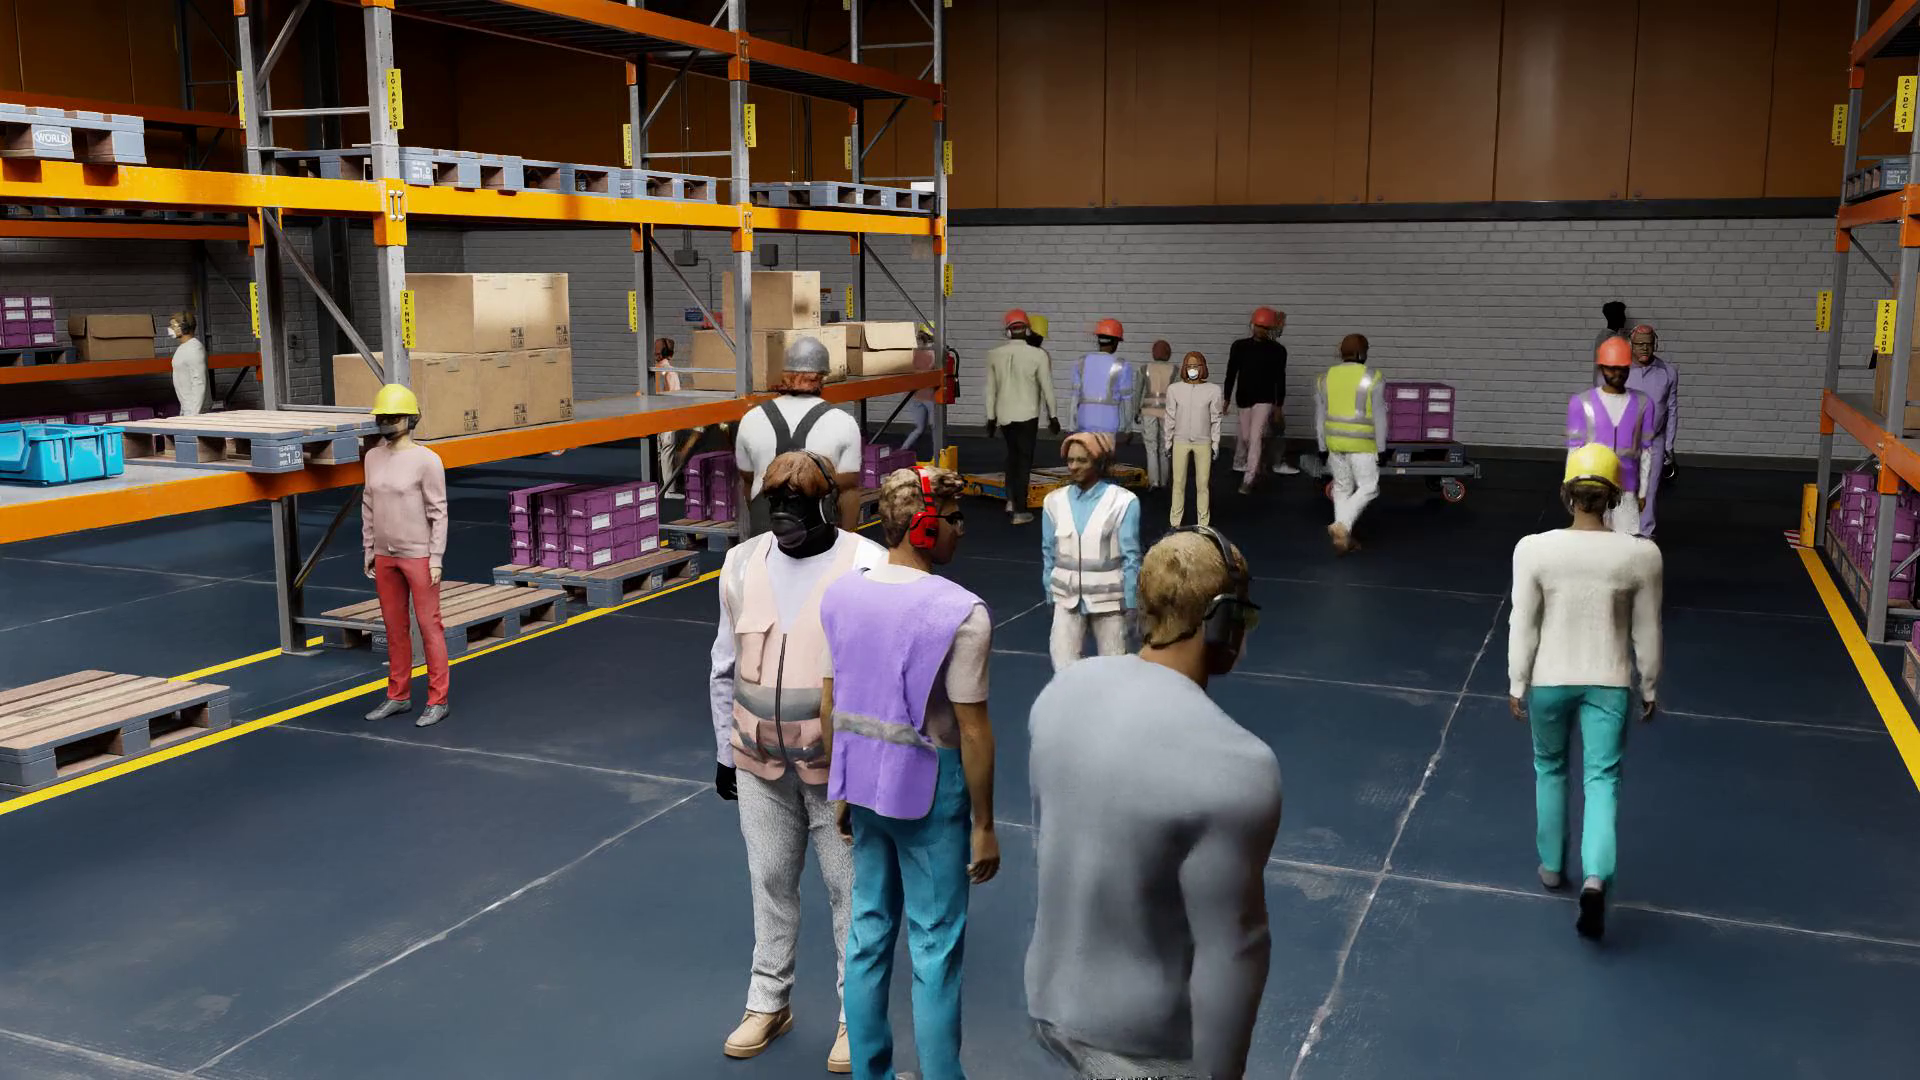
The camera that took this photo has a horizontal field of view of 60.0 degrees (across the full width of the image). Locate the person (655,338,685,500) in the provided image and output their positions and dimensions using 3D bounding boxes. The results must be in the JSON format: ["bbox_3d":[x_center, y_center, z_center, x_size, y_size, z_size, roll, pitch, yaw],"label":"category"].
[{"bbox_3d":[-2.996,-1.224,16.871,0.309,1.641,0.513,-8,12,-40],"label":"person"}]

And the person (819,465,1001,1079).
[{"bbox_3d":[-0.146,0.721,4.479,0.564,1.840,0.397,8,12,39],"label":"person"}]

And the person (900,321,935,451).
[{"bbox_3d":[-0.378,-1.608,18.875,0.707,1.749,0.540,-7,11,-35],"label":"person"}]

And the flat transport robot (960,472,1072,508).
[{"bbox_3d":[0.614,-0.524,16.766,0.652,0.197,1.431,-6,11,-31],"label":"flat transport robot"}]

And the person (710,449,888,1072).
[{"bbox_3d":[-0.452,0.649,4.914,0.635,1.842,0.429,3,10,18],"label":"person"}]

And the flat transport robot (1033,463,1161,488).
[{"bbox_3d":[1.358,-0.649,17.525,1.431,0.197,0.652,-6,11,-30],"label":"flat transport robot"}]

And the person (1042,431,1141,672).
[{"bbox_3d":[0.639,0.286,7.761,0.515,1.622,0.657,5,11,27],"label":"person"}]

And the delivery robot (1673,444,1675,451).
[{"bbox_3d":[7.450,-0.962,18.279,0.707,0.478,0.477,0,9,0],"label":"delivery robot"}]

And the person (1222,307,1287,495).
[{"bbox_3d":[3.133,-1.490,17.559,0.619,1.951,1.000,5,10,26],"label":"person"}]

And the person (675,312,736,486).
[{"bbox_3d":[-2.645,-1.499,17.839,1.039,1.869,0.554,-1,9,-7],"label":"person"}]

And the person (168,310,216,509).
[{"bbox_3d":[-7.454,-1.255,16.155,0.371,1.940,0.627,-6,11,-32],"label":"person"}]

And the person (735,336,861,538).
[{"bbox_3d":[-0.800,-0.097,8.829,0.687,2.000,0.950,2,10,11],"label":"person"}]

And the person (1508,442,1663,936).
[{"bbox_3d":[2.256,0.521,6.019,0.532,1.739,0.795,3,10,17],"label":"person"}]

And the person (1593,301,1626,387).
[{"bbox_3d":[7.518,-1.777,19.233,0.367,1.966,0.605,0,9,1],"label":"person"}]

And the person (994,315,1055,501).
[{"bbox_3d":[0.688,-1.269,16.387,0.629,1.883,0.791,-7,12,-37],"label":"person"}]

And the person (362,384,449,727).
[{"bbox_3d":[-2.871,0.079,8.583,0.529,1.772,0.304,4,10,24],"label":"person"}]

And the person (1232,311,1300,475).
[{"bbox_3d":[3.509,-1.654,18.809,0.863,1.854,0.763,0,9,3],"label":"person"}]

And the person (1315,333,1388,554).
[{"bbox_3d":[3.156,-0.761,13.502,0.579,1.828,0.641,-9,13,-43],"label":"person"}]

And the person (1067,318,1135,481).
[{"bbox_3d":[1.285,-1.016,14.810,0.560,1.899,0.754,6,11,32],"label":"person"}]

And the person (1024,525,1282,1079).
[{"bbox_3d":[0.320,0.918,3.150,0.621,1.889,0.655,-6,11,-31],"label":"person"}]

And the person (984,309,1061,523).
[{"bbox_3d":[0.581,-1.145,15.400,0.649,1.963,0.569,5,11,30],"label":"person"}]

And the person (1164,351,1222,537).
[{"bbox_3d":[2.019,-0.822,14.457,0.500,1.633,0.284,2,10,12],"label":"person"}]

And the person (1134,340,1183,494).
[{"bbox_3d":[2.078,-1.284,17.408,0.512,1.604,0.844,1,9,5],"label":"person"}]

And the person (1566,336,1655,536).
[{"bbox_3d":[4.228,-0.371,10.871,0.548,1.923,0.600,1,9,9],"label":"person"}]

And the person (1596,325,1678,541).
[{"bbox_3d":[5.439,-0.776,13.381,0.640,1.900,0.404,1,9,3],"label":"person"}]
